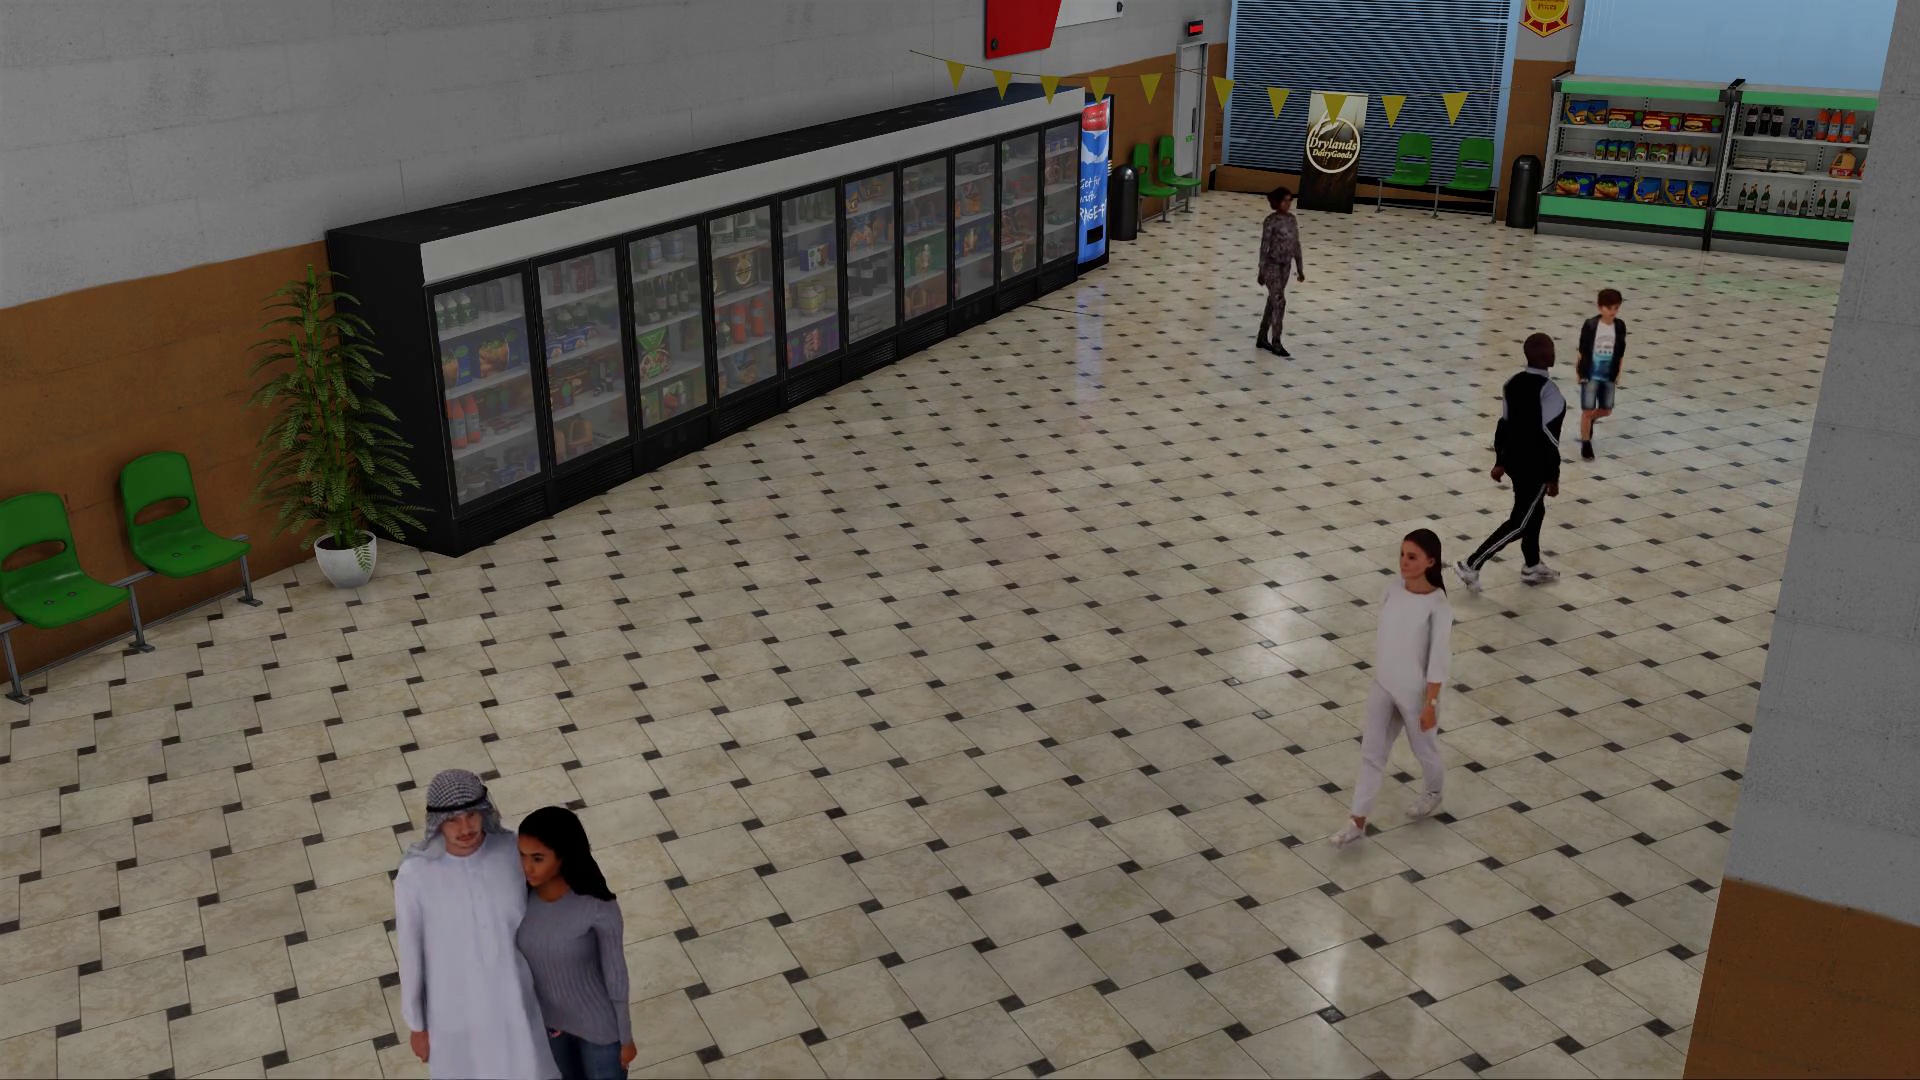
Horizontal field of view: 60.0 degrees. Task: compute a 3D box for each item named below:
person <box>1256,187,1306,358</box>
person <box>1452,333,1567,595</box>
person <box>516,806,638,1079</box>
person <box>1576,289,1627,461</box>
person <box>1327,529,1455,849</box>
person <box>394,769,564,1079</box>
[{"bbox_3d":[3.183,-2.755,17.000,0.788,1.695,0.932,-14,26,-31],"label":"person"},{"bbox_3d":[3.755,-0.486,11.209,1.207,1.801,1.152,-6,23,-14],"label":"person"},{"bbox_3d":[-1.334,1.684,5.911,0.519,1.726,0.686,9,24,22],"label":"person"},{"bbox_3d":[5.363,-1.416,14.016,0.813,1.434,0.801,1,22,2],"label":"person"},{"bbox_3d":[2.307,0.738,8.368,0.936,1.648,1.086,-16,27,-34],"label":"person"},{"bbox_3d":[-1.657,1.616,5.821,0.827,1.918,0.849,-14,26,-32],"label":"person"}]
